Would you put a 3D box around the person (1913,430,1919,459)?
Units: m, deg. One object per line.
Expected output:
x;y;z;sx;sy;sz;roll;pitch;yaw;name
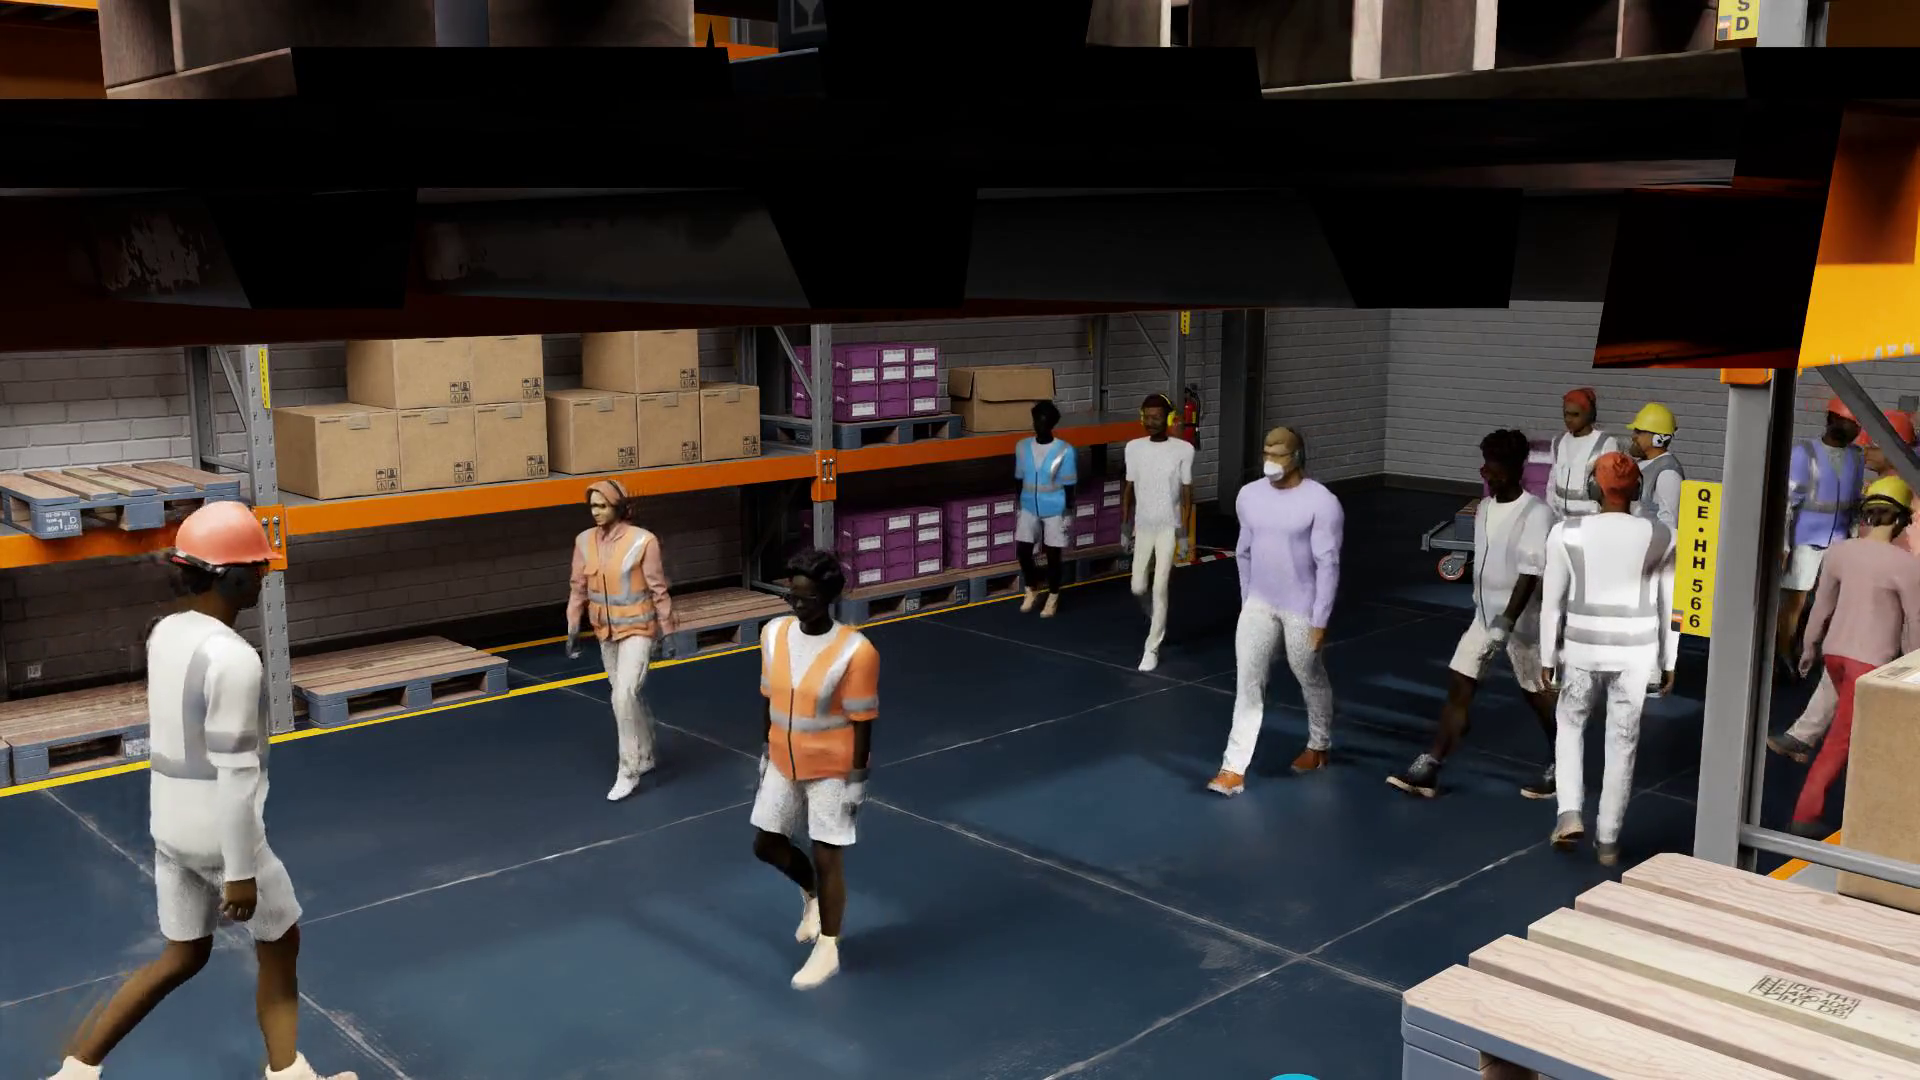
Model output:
7.557;-0.397;12.858;0.399;1.908;0.643;2;10;14;person

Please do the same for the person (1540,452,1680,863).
2.936;0.532;7.533;0.592;1.871;0.405;4;10;20;person

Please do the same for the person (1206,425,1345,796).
1.666;0.349;8.563;0.650;1.886;1.015;9;13;41;person

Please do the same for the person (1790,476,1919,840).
4.280;0.561;7.815;0.831;1.714;0.521;-3;10;-15;person

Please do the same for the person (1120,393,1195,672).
1.334;-0.074;11.170;0.508;1.848;0.647;4;11;24;person

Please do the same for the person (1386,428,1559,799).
2.697;0.391;8.294;1.005;1.900;0.594;-4;10;-20;person

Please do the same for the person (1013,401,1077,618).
0.646;-0.226;12.534;0.529;1.665;0.443;5;11;27;person

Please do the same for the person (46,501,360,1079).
-2.382;0.897;5.044;0.616;2.015;0.913;9;13;42;person

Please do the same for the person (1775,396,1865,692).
5.411;-0.002;10.567;0.627;1.901;0.577;-2;10;-9;person

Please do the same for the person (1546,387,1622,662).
4.169;-0.089;11.157;0.440;1.871;0.629;-4;11;-23;person

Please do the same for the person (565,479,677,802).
-1.748;0.497;8.447;0.552;1.611;0.698;5;11;28;person

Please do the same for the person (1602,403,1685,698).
4.258;0.065;10.356;0.403;1.837;0.589;1;10;5;person

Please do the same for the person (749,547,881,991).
-0.527;0.843;6.225;0.545;1.681;0.398;6;11;31;person

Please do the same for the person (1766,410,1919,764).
4.886;0.286;8.784;1.058;1.933;0.613;-1;10;-4;person
